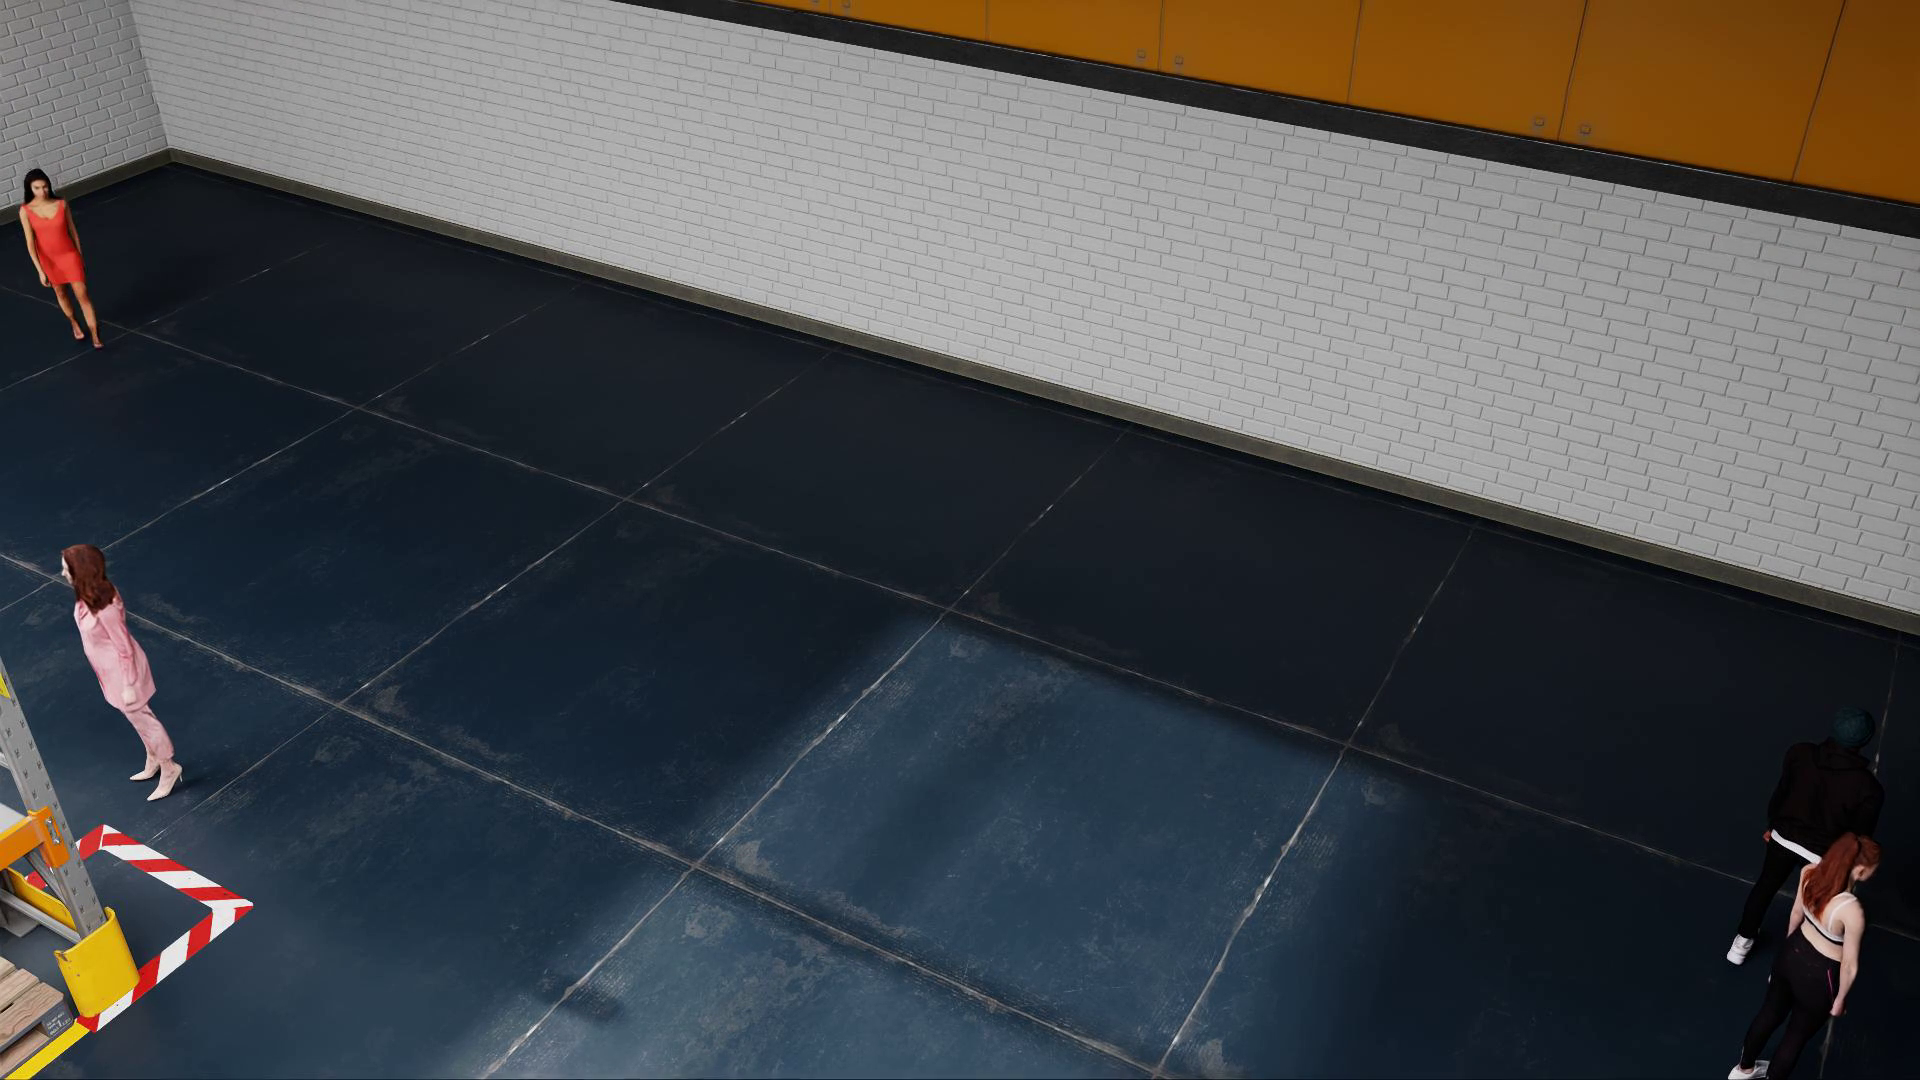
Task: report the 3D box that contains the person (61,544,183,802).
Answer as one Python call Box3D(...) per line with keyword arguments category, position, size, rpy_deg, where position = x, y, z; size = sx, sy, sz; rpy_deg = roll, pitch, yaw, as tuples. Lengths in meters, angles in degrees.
Box3D(category="person", position=(-5.036, 0.780, 10.010), size=(0.624, 1.803, 0.669), rpy_deg=(-27, 42, -34))

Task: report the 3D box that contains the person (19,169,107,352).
Box3D(category="person", position=(-8.225, -2.565, 15.156), size=(1.086, 1.676, 0.975), rpy_deg=(-19, 38, -26))

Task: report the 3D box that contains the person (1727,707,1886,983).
Box3D(category="person", position=(4.474, 1.601, 8.762), size=(0.707, 1.818, 0.742), rpy_deg=(-25, 41, -33))

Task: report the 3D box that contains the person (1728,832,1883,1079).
Box3D(category="person", position=(4.110, 2.098, 8.074), size=(0.726, 1.752, 0.655), rpy_deg=(-6, 34, -10))
